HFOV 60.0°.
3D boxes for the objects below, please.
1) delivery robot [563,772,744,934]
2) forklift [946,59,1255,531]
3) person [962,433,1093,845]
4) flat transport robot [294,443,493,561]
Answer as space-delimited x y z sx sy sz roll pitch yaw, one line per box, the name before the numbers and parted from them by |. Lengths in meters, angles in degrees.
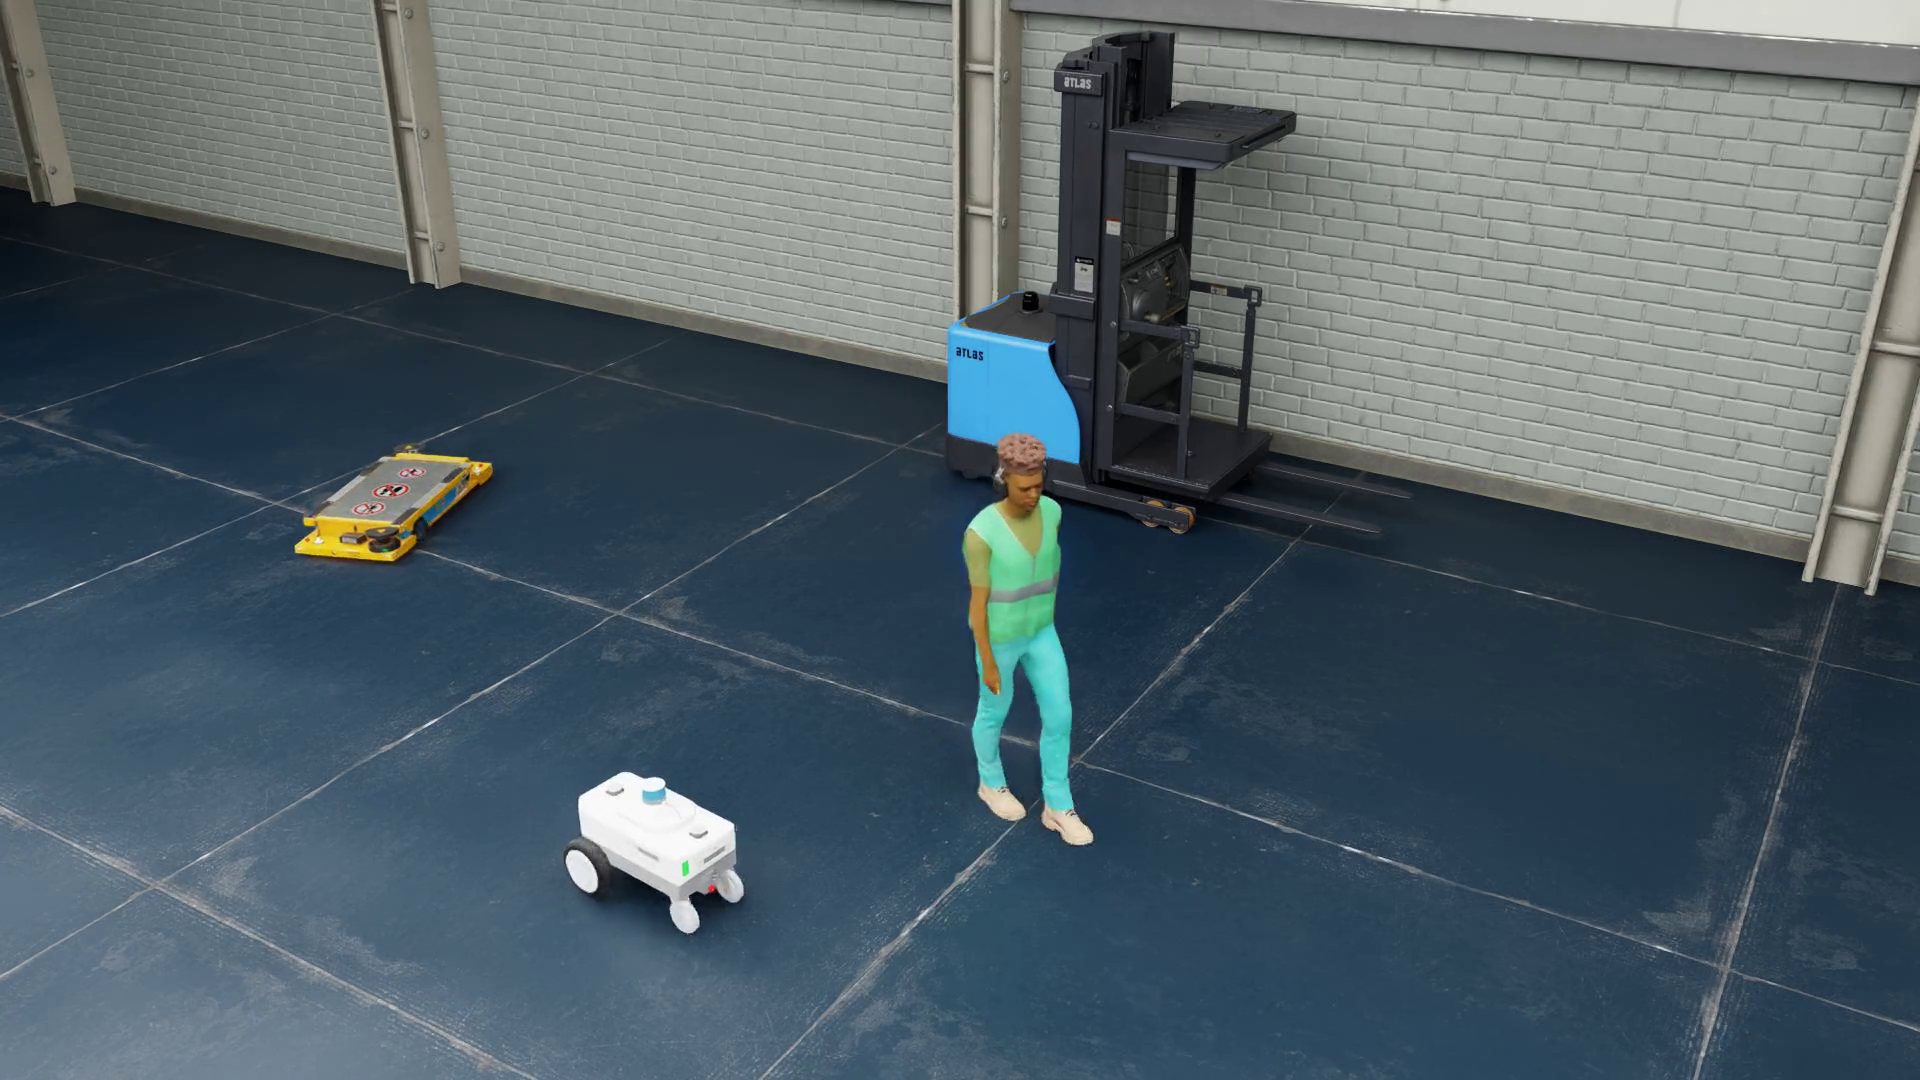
delivery robot | -1.319 1.304 7.188 0.811 0.614 0.499 18 31 33
forklift | 0.933 -1.707 10.833 1.873 2.768 1.129 15 29 28
person | 0.313 0.469 7.299 0.506 1.951 0.824 -15 29 -28
flat transport robot | -3.646 -0.253 10.794 0.659 0.231 1.431 4 26 9
